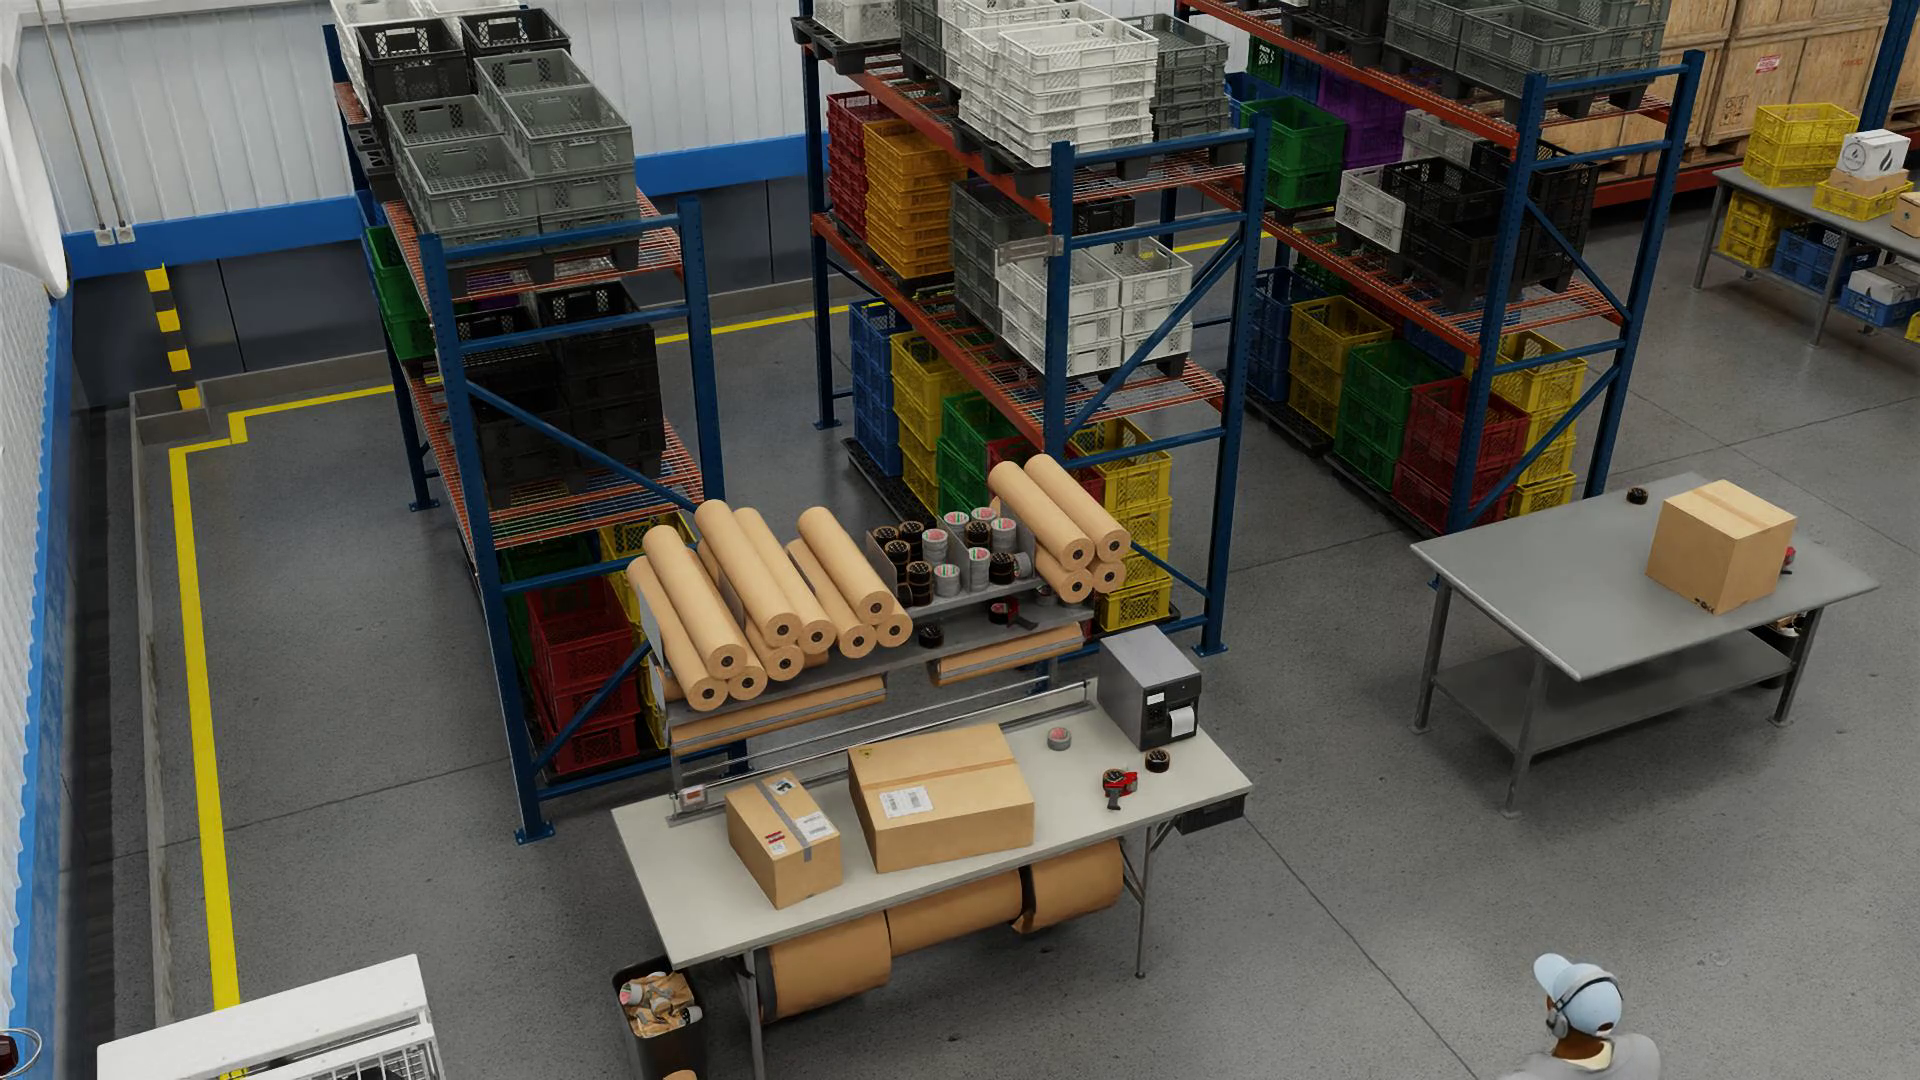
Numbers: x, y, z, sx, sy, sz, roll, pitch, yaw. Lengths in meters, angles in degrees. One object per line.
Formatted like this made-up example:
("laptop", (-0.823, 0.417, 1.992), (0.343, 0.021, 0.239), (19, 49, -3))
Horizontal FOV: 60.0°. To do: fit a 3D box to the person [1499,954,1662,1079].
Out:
("person", (1.800, 2.012, 5.193), (0.588, 1.853, 0.395), (-12, 33, -18))
